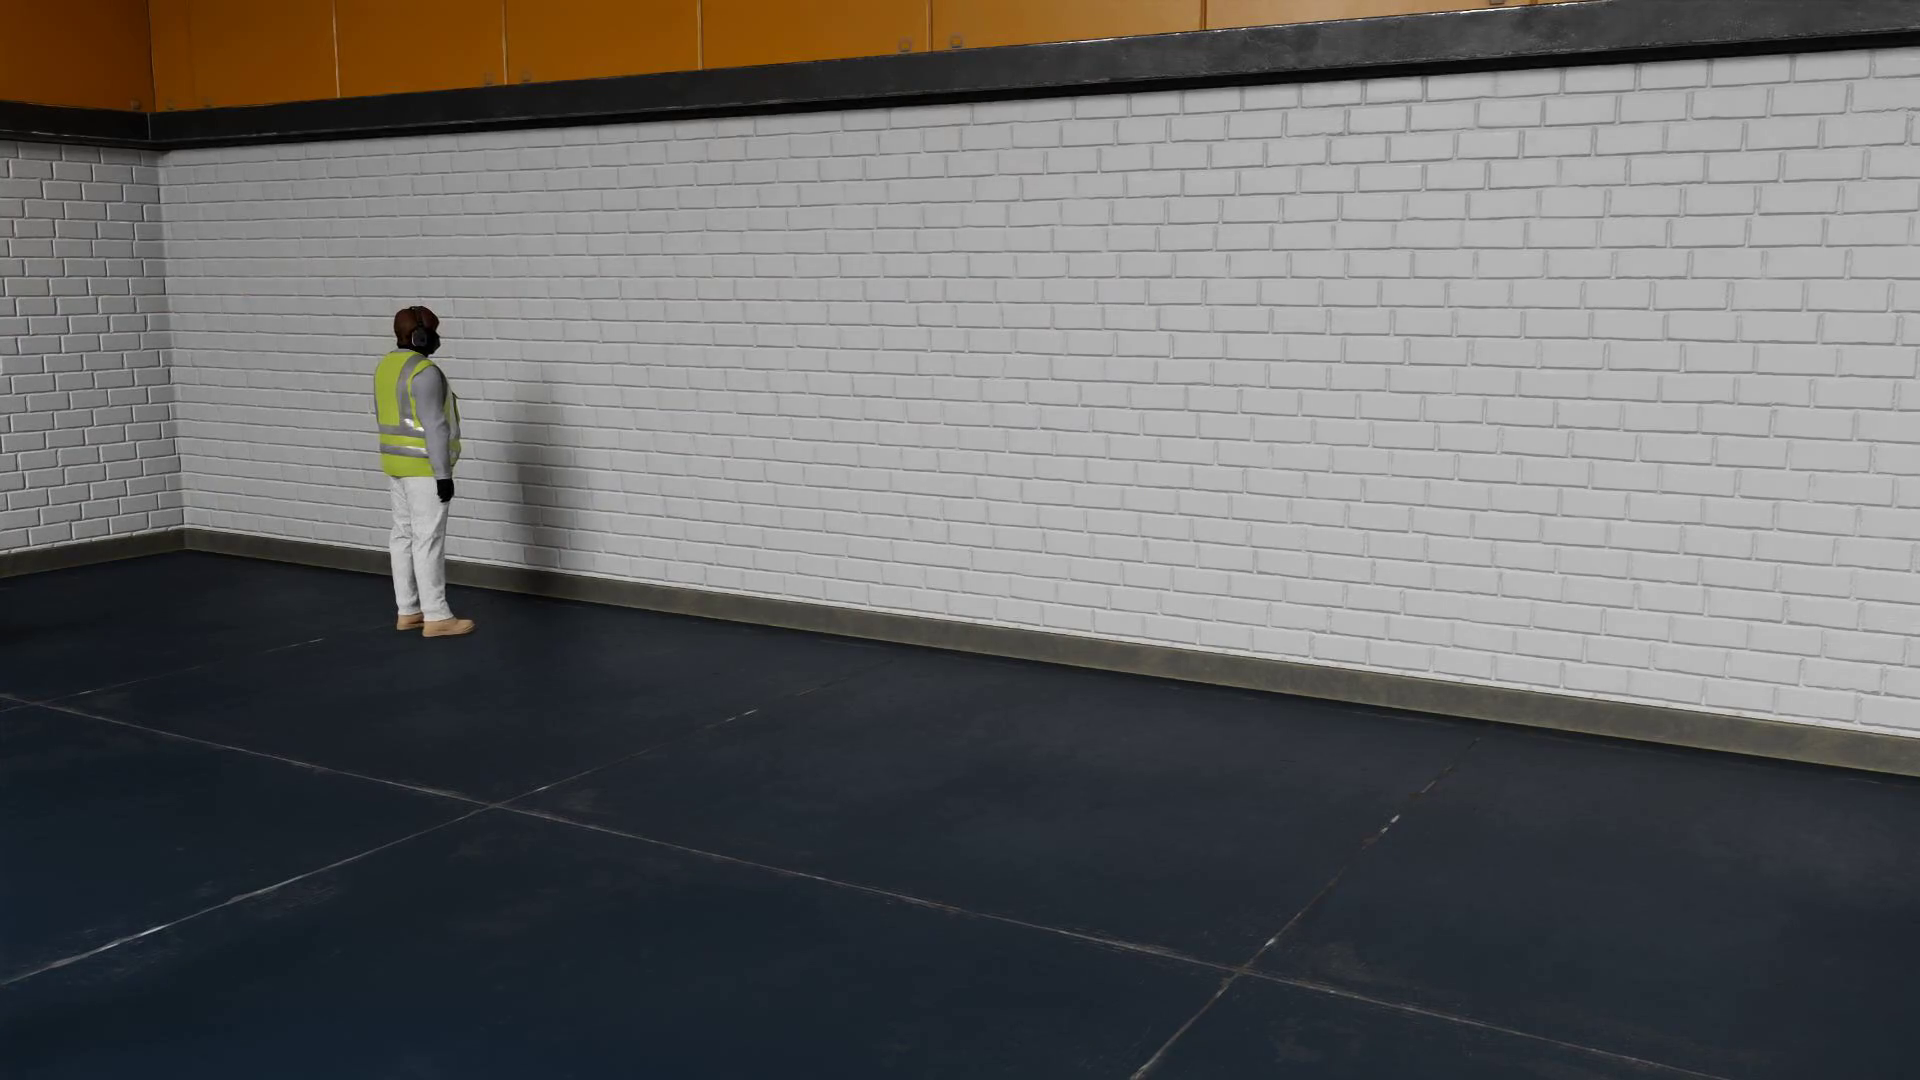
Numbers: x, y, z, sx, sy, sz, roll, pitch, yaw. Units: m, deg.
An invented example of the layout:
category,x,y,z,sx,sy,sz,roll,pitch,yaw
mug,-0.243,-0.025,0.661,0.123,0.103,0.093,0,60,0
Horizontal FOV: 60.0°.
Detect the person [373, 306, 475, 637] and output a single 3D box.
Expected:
category,x,y,z,sx,sy,sz,roll,pitch,yaw
person,-3.022,-0.385,9.345,0.430,1.845,0.622,-8,12,-43
